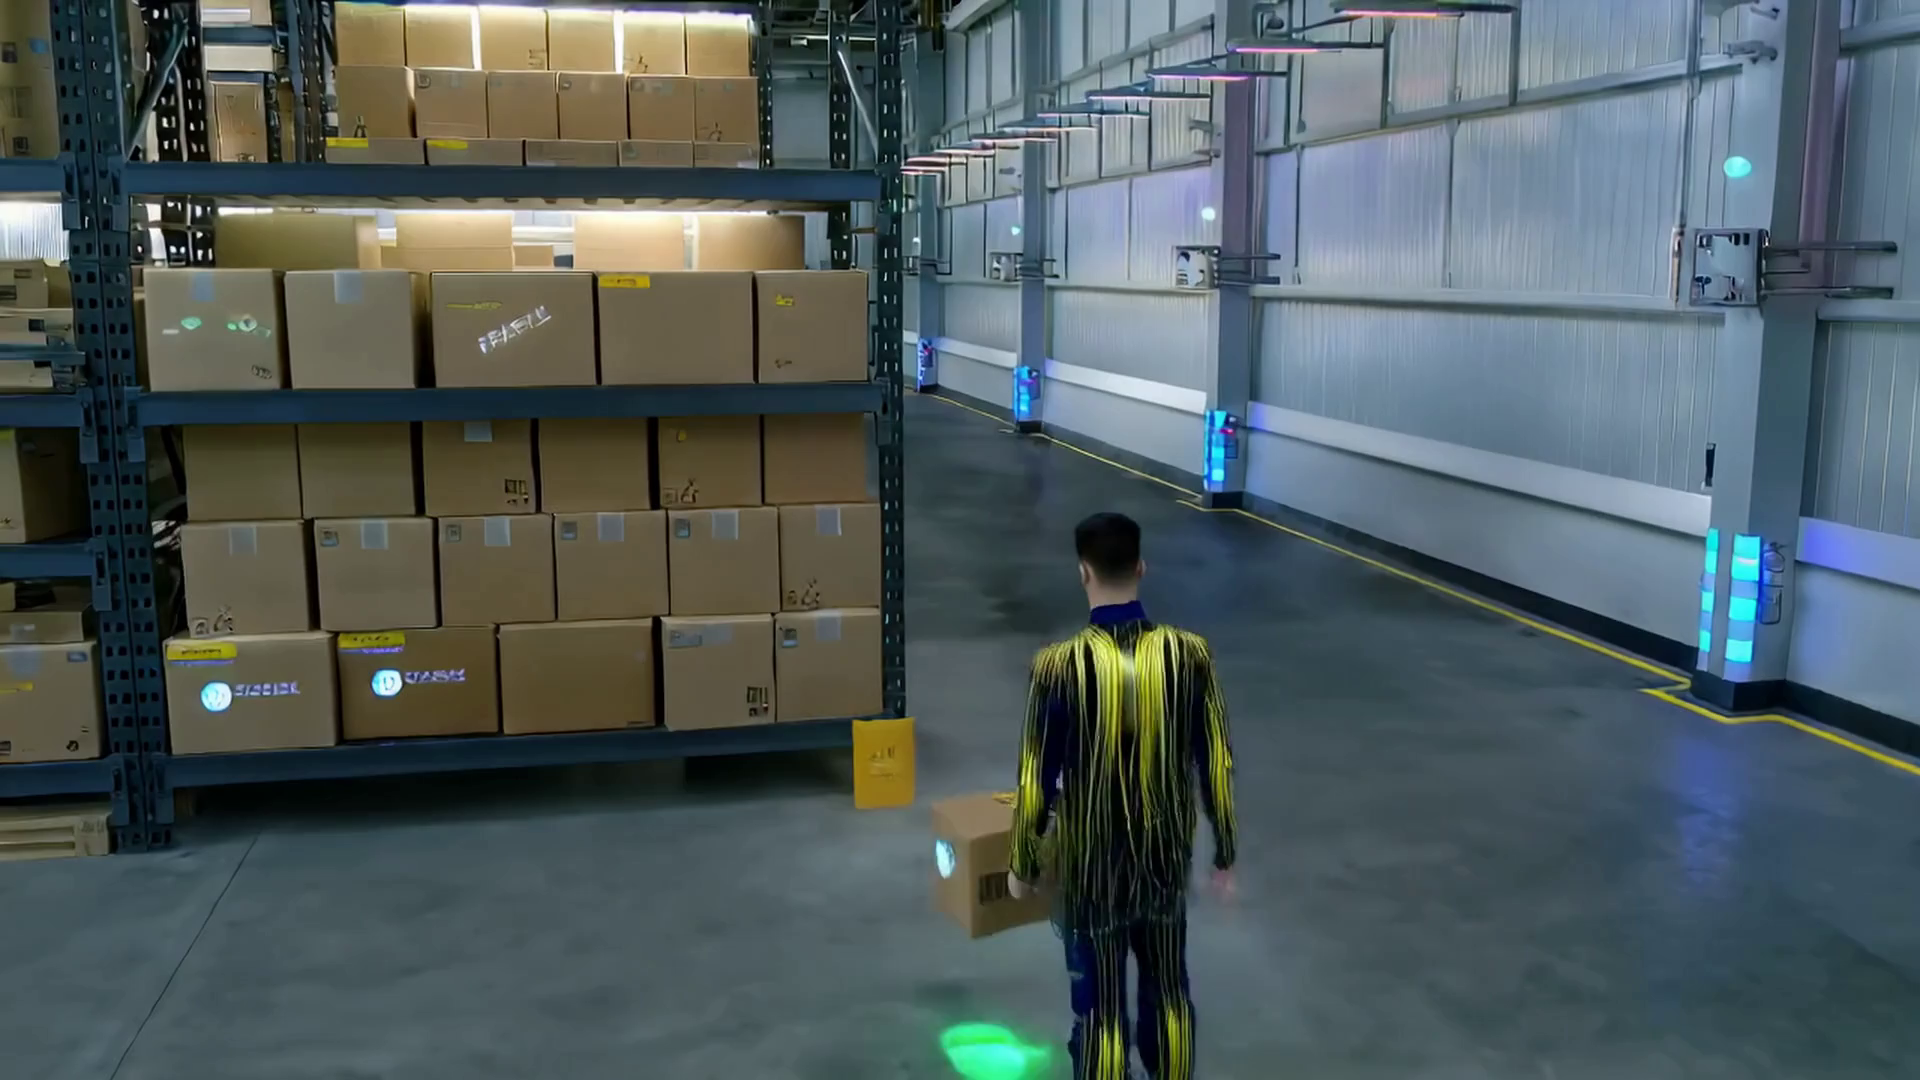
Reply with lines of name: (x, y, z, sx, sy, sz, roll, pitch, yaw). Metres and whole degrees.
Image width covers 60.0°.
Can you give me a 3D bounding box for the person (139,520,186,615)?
person: (-6.324, -0.012, 12.949, 1.061, 1.889, 0.602, -5, 11, -29)
